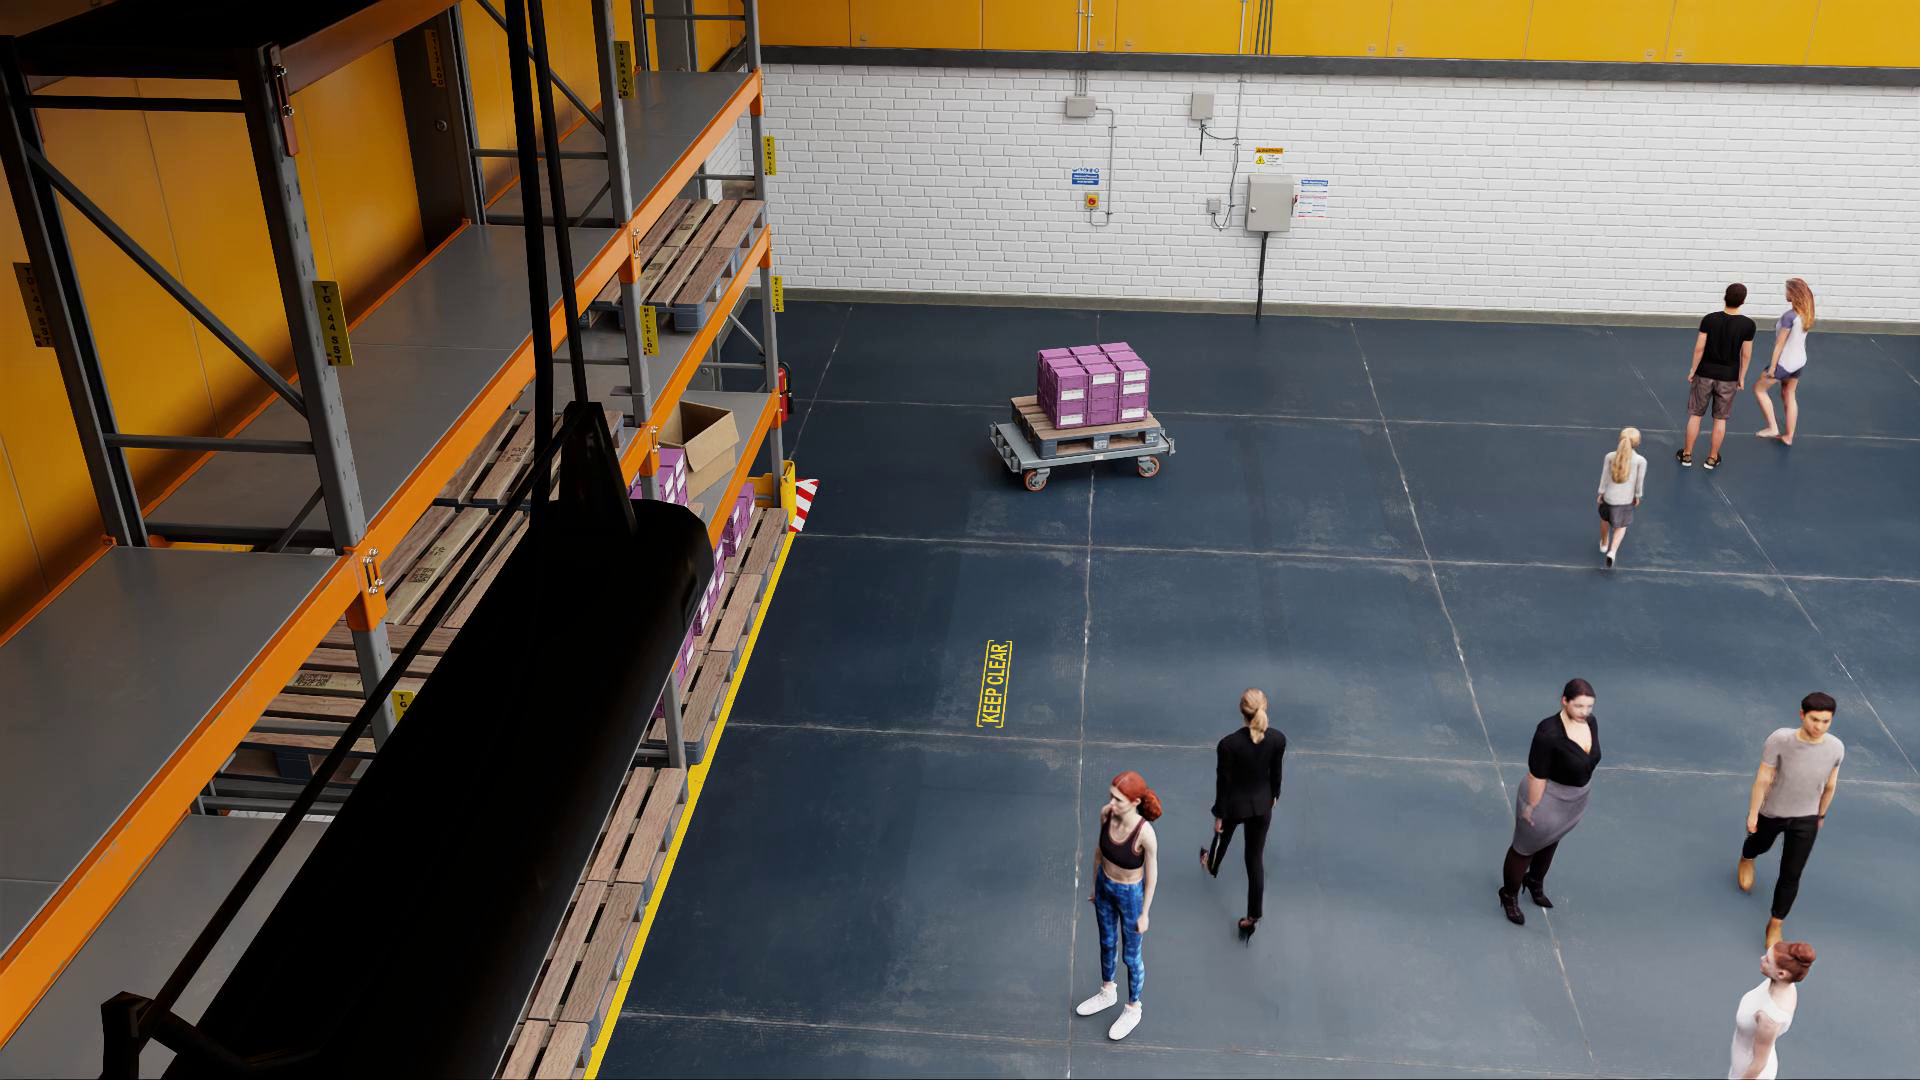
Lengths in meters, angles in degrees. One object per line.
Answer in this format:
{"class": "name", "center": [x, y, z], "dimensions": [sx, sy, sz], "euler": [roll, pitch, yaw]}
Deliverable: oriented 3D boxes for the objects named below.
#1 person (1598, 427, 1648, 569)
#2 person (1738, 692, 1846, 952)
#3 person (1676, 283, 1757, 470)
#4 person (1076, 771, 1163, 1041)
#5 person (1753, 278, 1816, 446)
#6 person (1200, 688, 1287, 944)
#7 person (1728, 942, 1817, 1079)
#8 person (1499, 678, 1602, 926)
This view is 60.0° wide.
{"class": "person", "center": [5.701, -0.365, 14.384], "dimensions": [0.707, 1.260, 0.890], "euler": [14, 32, 24]}
{"class": "person", "center": [5.104, 1.624, 10.288], "dimensions": [0.796, 1.691, 1.170], "euler": [9, 30, 17]}
{"class": "person", "center": [7.270, -1.582, 15.988], "dimensions": [0.738, 1.861, 0.700], "euler": [12, 31, 21]}
{"class": "person", "center": [0.914, 2.049, 9.410], "dimensions": [0.735, 1.785, 0.678], "euler": [-23, 36, -36]}
{"class": "person", "center": [8.212, -1.706, 16.386], "dimensions": [0.845, 1.697, 0.878], "euler": [-14, 32, -24]}
{"class": "person", "center": [1.769, 1.718, 10.144], "dimensions": [0.838, 1.664, 1.108], "euler": [-6, 29, -10]}
{"class": "person", "center": [3.933, 2.671, 8.262], "dimensions": [0.700, 1.793, 0.562], "euler": [16, 32, 27]}
{"class": "person", "center": [3.649, 1.592, 10.277], "dimensions": [0.779, 1.756, 0.817], "euler": [-17, 33, -28]}
